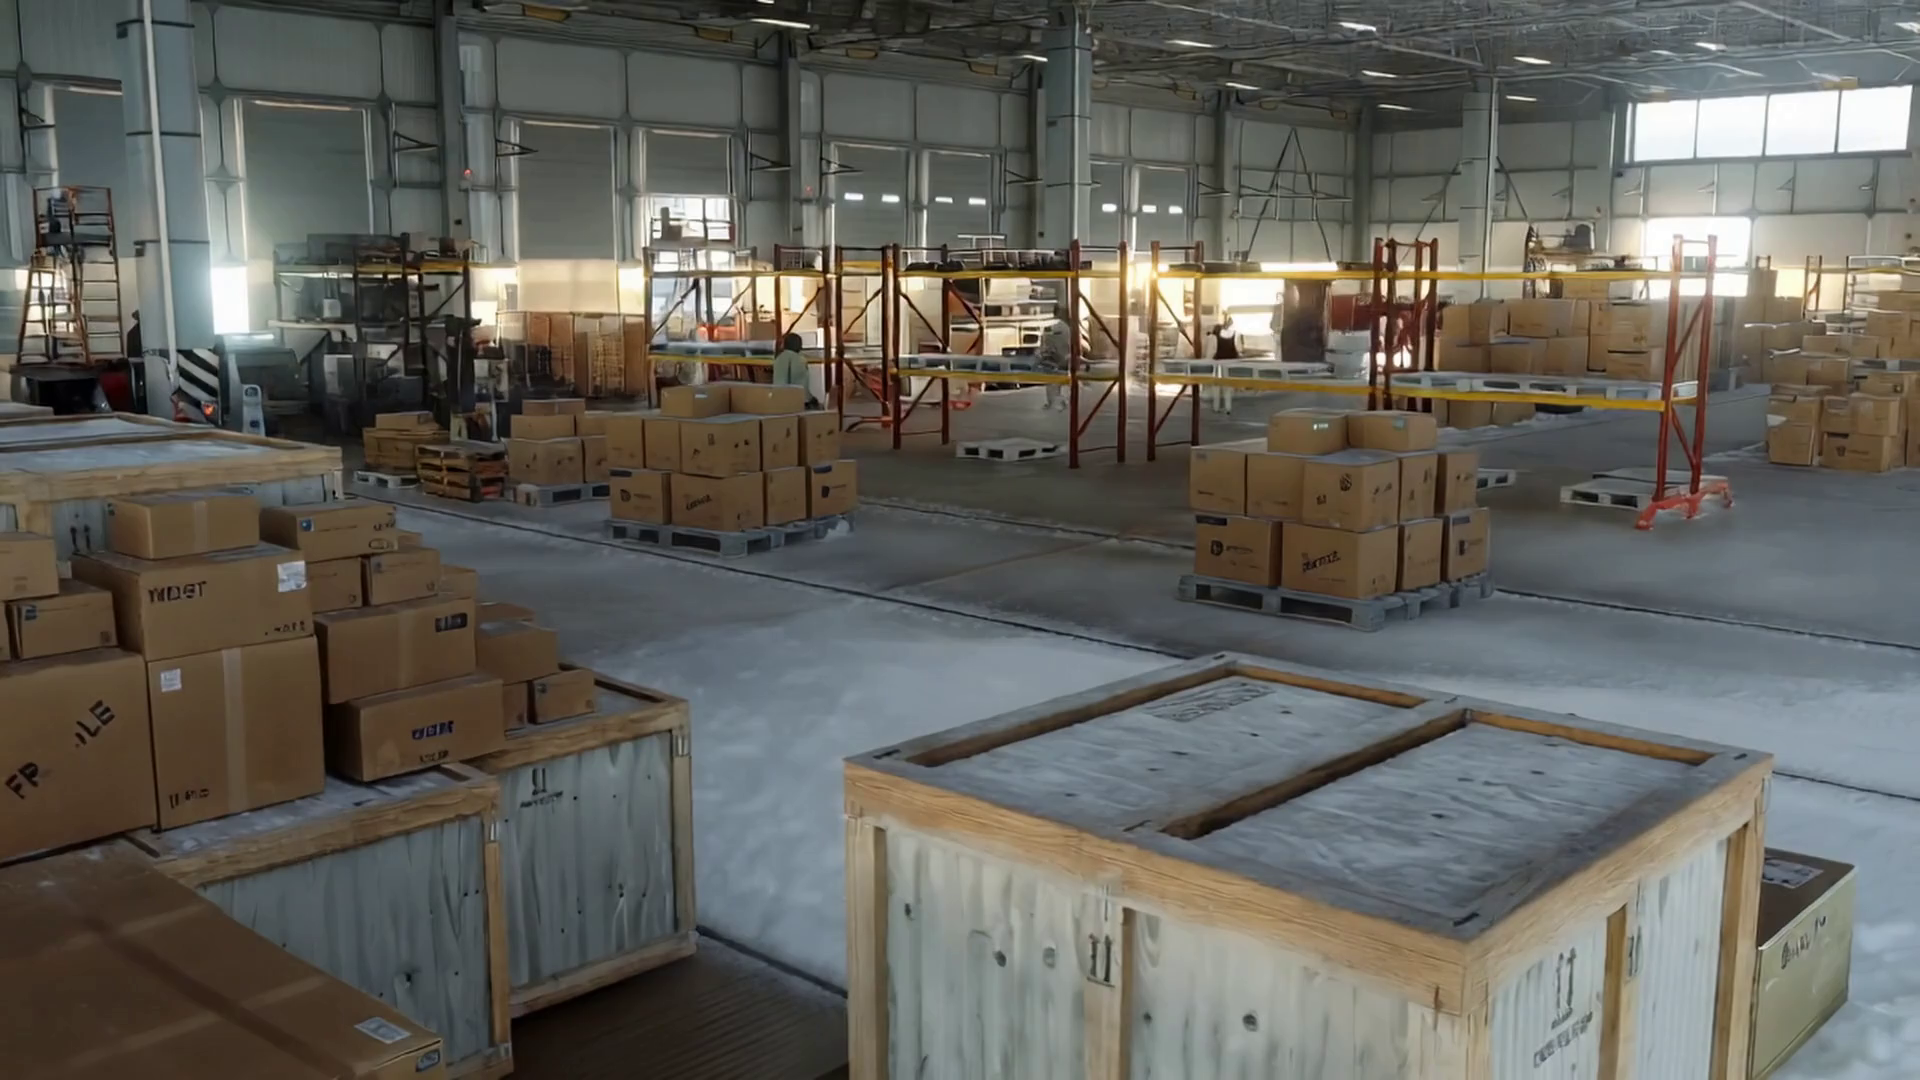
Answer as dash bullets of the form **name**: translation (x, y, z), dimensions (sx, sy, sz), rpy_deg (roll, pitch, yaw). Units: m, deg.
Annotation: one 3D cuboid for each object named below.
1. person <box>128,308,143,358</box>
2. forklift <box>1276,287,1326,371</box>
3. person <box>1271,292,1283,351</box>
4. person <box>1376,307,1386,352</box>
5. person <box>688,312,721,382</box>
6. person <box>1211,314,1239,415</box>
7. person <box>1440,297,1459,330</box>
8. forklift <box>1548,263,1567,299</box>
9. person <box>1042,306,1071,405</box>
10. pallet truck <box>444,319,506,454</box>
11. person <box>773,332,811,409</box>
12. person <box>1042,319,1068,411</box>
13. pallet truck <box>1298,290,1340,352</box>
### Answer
- **person**: translation (-14.104, -3.003, 28.678), dimensions (0.612, 1.990, 0.392), rpy_deg (9, 13, 43)
- **forklift**: translation (8.759, -5.708, 42.543), dimensions (1.129, 2.768, 1.873), rpy_deg (0, 9, 2)
- **person**: translation (10.379, -7.068, 53.845), dimensions (0.773, 1.919, 0.566), rpy_deg (-3, 10, -18)
- **person**: translation (11.454, -5.514, 45.196), dimensions (0.526, 1.626, 0.518), rpy_deg (-9, 13, -44)
- **person**: translation (-4.700, -3.303, 30.959), dimensions (0.596, 1.838, 0.936), rpy_deg (6, 11, 35)
- **person**: translation (4.824, -3.200, 30.331), dimensions (0.504, 1.847, 0.345), rpy_deg (1, 9, 6)
- **person**: translation (12.745, -5.314, 43.051), dimensions (0.634, 1.922, 0.531), rpy_deg (4, 10, 22)
- **forklift**: translation (16.473, -6.266, 45.965), dimensions (1.873, 2.768, 1.129), rpy_deg (2, 10, 15)
- **person**: translation (1.901, -3.601, 32.515), dimensions (0.629, 1.937, 0.378), rpy_deg (-2, 9, -9)
- **pallet truck**: translation (-6.981, -1.942, 22.150), dimensions (1.885, 1.965, 0.823), rpy_deg (1, 9, 9)
- **person**: translation (-2.140, -1.753, 21.473), dimensions (0.429, 1.841, 0.633), rpy_deg (-8, 12, -40)
- **person**: translation (1.777, -3.270, 31.115), dimensions (0.490, 1.737, 0.322), rpy_deg (2, 10, 15)
- **pallet truck**: translation (11.297, -6.951, 52.861), dimensions (1.885, 1.965, 0.823), rpy_deg (-5, 11, -29)
